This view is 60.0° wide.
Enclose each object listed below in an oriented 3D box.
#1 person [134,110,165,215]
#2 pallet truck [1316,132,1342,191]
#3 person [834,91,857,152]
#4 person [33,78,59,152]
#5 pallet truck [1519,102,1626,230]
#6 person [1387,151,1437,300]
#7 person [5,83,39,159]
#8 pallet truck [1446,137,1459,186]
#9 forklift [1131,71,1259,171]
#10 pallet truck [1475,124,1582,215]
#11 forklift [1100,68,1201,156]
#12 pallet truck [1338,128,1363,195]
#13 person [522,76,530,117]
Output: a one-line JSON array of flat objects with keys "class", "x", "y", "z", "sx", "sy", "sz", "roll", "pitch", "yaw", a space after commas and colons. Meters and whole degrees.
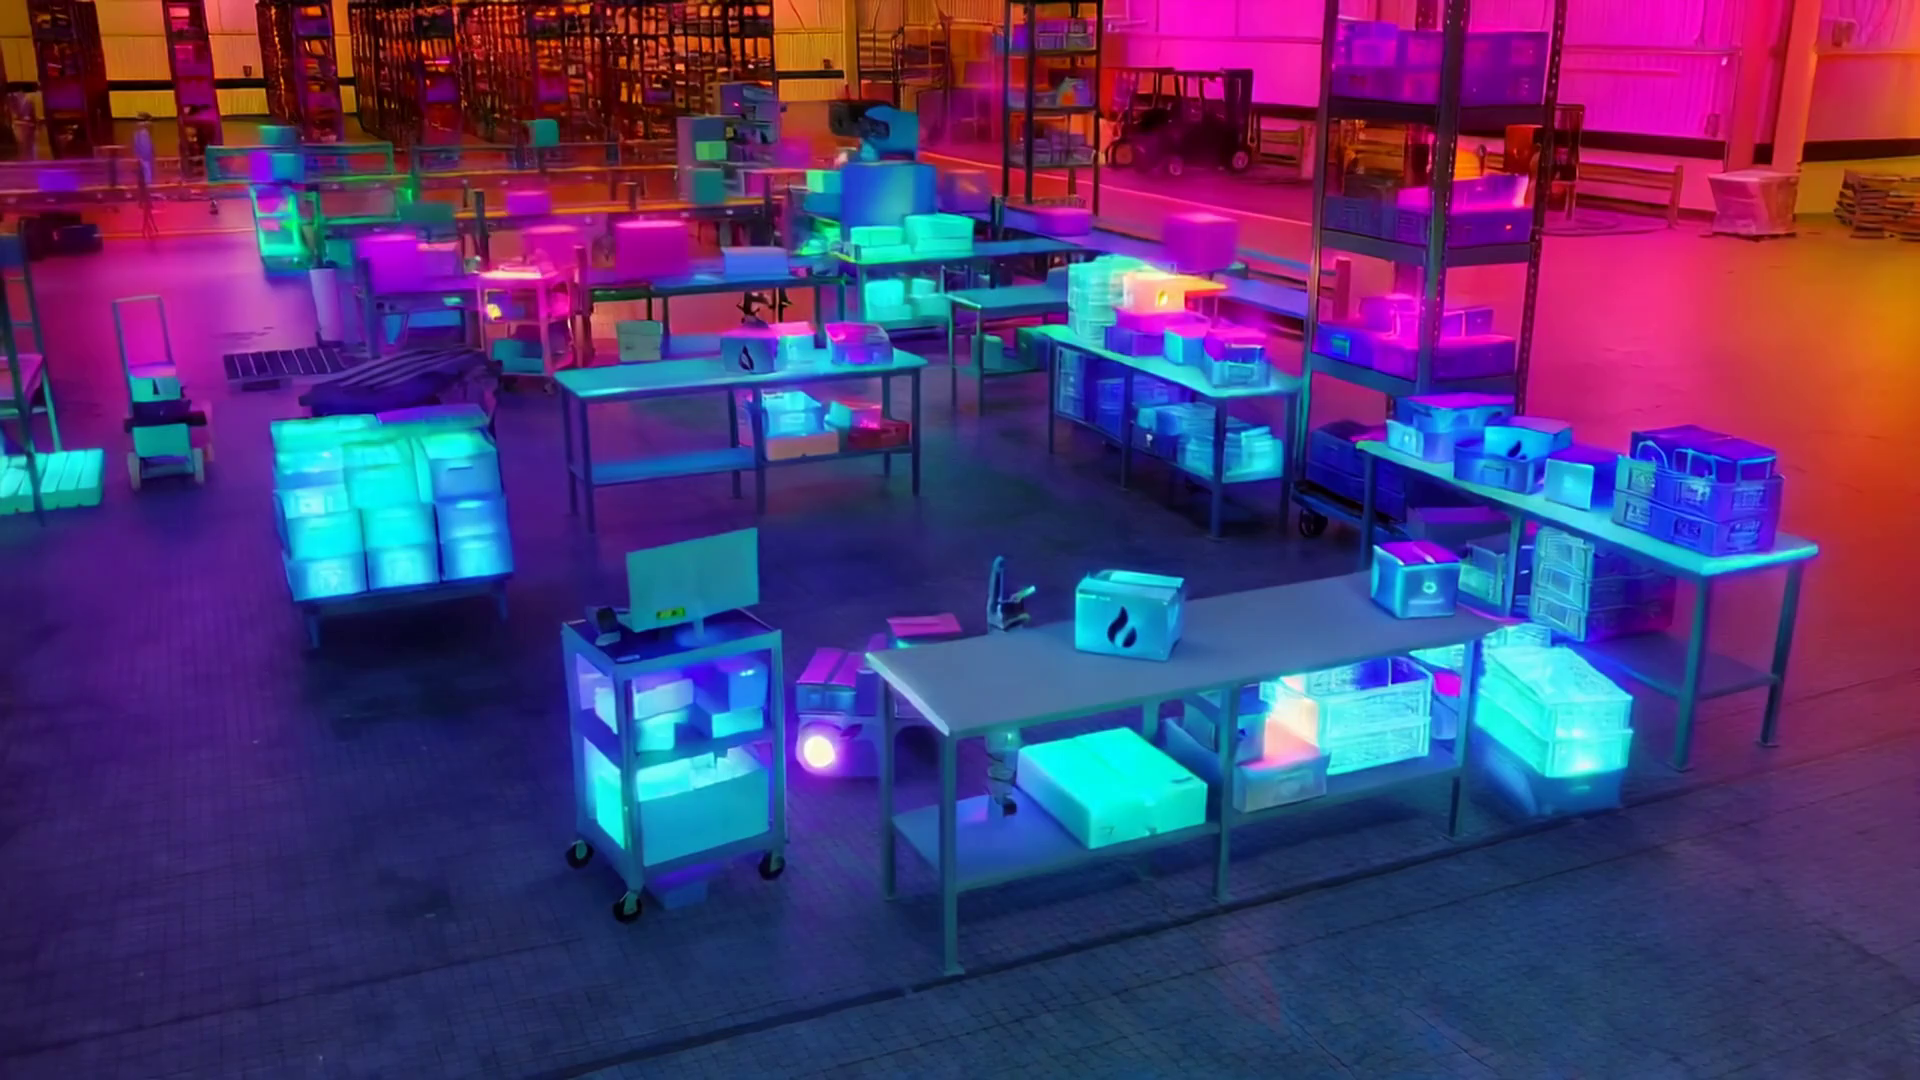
[{"class": "person", "x": -13.946, "y": -6.473, "z": 28.541, "sx": 0.329, "sy": 1.765, "sz": 0.527, "roll": -11, "pitch": 21, "yaw": -32}, {"class": "pallet truck", "x": 7.723, "y": -7.504, "z": 32.656, "sx": 1.601, "sy": 1.201, "sz": 0.680, "roll": -8, "pitch": 19, "yaw": -23}, {"class": "person", "x": -2.234, "y": -7.721, "z": 32.243, "sx": 0.403, "sy": 1.904, "sz": 0.651, "roll": 12, "pitch": 21, "yaw": 33}, {"class": "person", "x": -22.724, "y": -10.568, "z": 41.403, "sx": 0.915, "sy": 1.792, "sz": 0.607, "roll": -8, "pitch": 19, "yaw": -24}, {"class": "pallet truck", "x": 9.972, "y": -6.037, "z": 26.785, "sx": 1.885, "sy": 1.965, "sz": 0.823, "roll": -9, "pitch": 20, "yaw": -25}, {"class": "person", "x": 4.798, "y": -3.101, "z": 17.564, "sx": 0.613, "sy": 1.997, "sz": 1.062, "roll": 2, "pitch": 18, "yaw": 8}, {"class": "person", "x": -20.303, "y": -8.929, "z": 36.048, "sx": 0.612, "sy": 1.919, "sz": 0.948, "roll": -9, "pitch": 20, "yaw": -27}, {"class": "pallet truck", "x": 9.184, "y": -6.485, "z": 29.328, "sx": 1.630, "sy": 1.274, "sz": 0.653, "roll": -8, "pitch": 19, "yaw": -23}, {"class": "forklift", "x": 4.998, "y": -8.936, "z": 35.413, "sx": 2.680, "sy": 1.987, "sz": 1.157, "roll": -9, "pitch": 20, "yaw": -25}, {"class": "pallet truck", "x": 9.707, "y": -6.455, "z": 28.103, "sx": 1.885, "sy": 1.965, "sz": 0.823, "roll": -7, "pitch": 19, "yaw": -20}, {"class": "forklift", "x": 4.082, "y": -9.564, "z": 37.410, "sx": 2.680, "sy": 1.987, "sz": 1.157, "roll": -8, "pitch": 19, "yaw": -23}, {"class": "pallet truck", "x": 7.845, "y": -7.140, "z": 31.411, "sx": 1.522, "sy": 1.261, "sz": 0.704, "roll": -9, "pitch": 20, "yaw": -25}, {"class": "person", "x": -11.687, "y": -11.662, "z": 44.761, "sx": 0.396, "sy": 1.840, "sz": 0.564, "roll": -8, "pitch": 19, "yaw": -23}]
